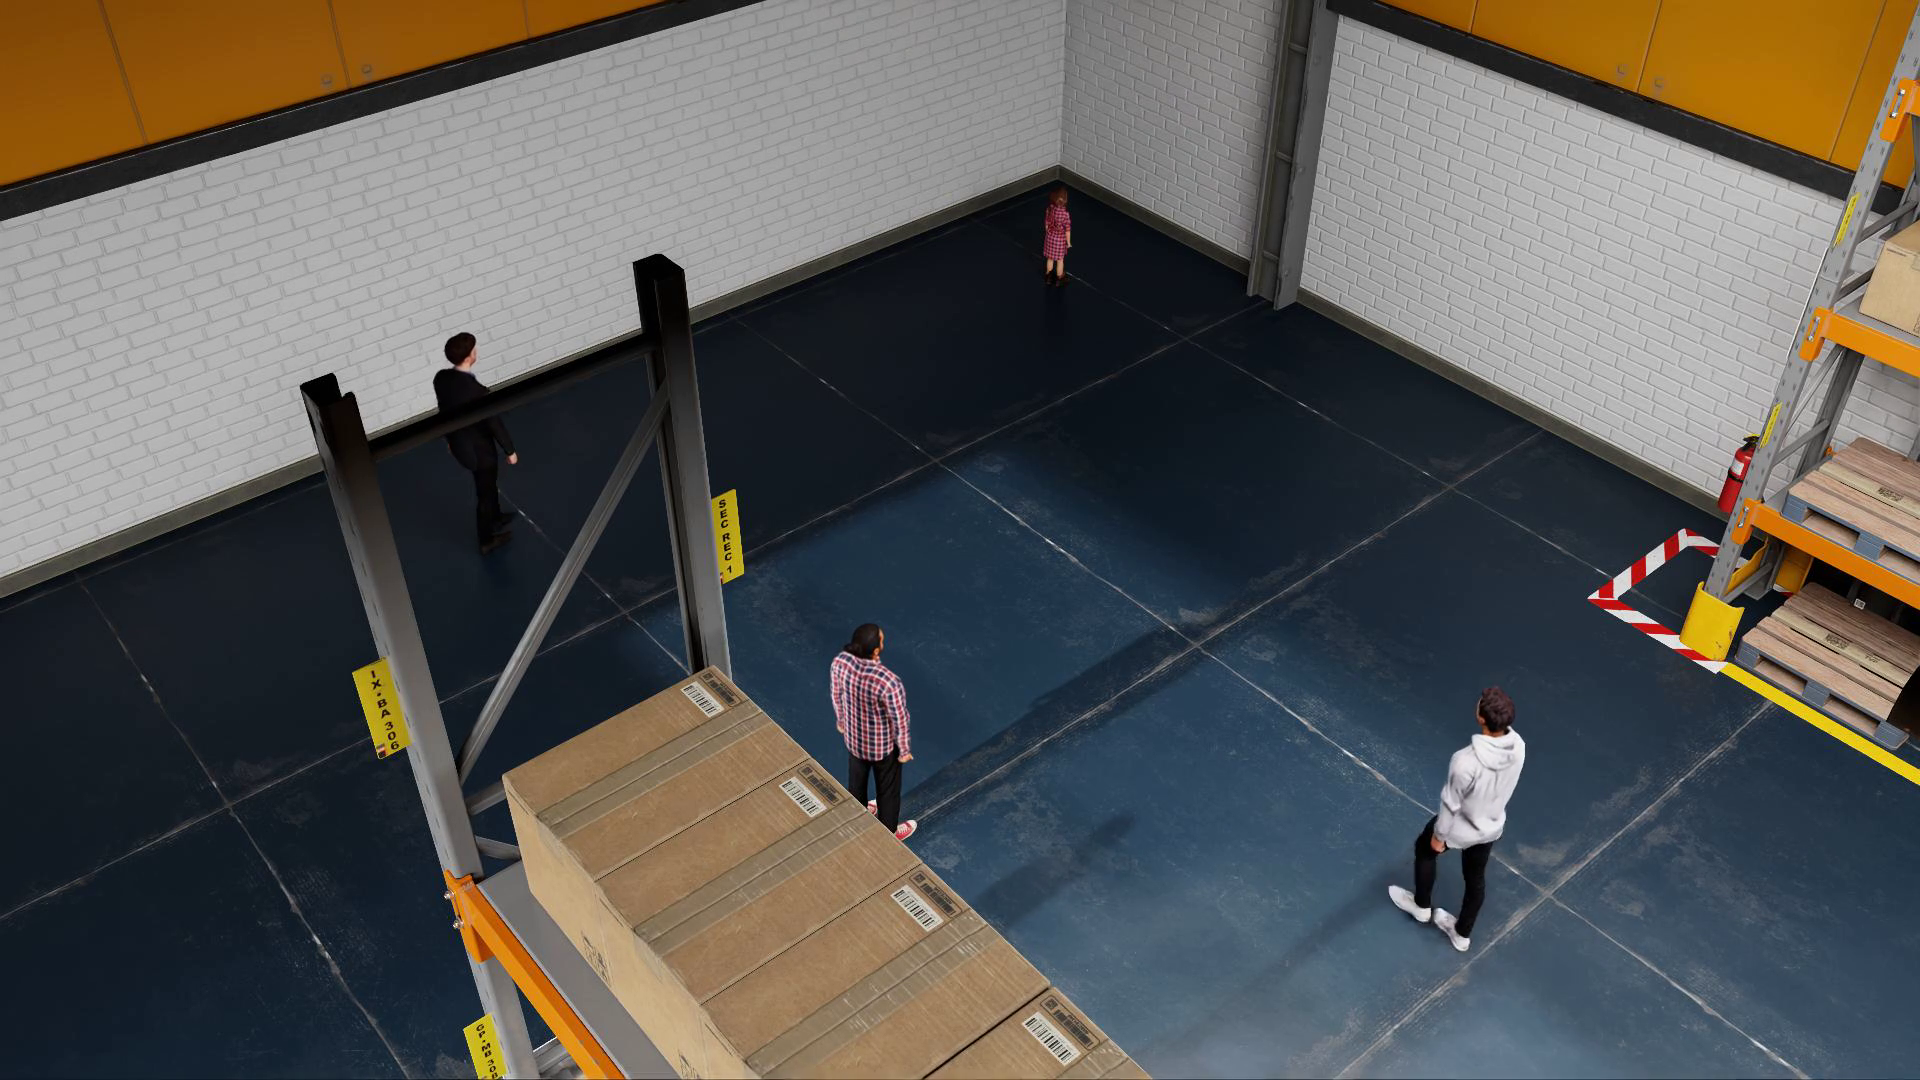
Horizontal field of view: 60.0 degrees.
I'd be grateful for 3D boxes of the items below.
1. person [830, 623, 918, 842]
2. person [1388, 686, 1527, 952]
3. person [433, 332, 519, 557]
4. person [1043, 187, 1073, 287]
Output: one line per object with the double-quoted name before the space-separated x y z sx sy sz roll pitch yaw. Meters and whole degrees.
"person" -0.534 1.182 10.191 0.638 1.761 0.828 22 43 25
"person" 2.965 1.669 9.464 0.815 1.909 0.881 -17 42 -21
"person" -3.680 -0.663 12.413 0.776 1.872 0.872 24 44 27
"person" 0.926 -2.912 15.911 0.441 1.021 0.538 21 43 25
